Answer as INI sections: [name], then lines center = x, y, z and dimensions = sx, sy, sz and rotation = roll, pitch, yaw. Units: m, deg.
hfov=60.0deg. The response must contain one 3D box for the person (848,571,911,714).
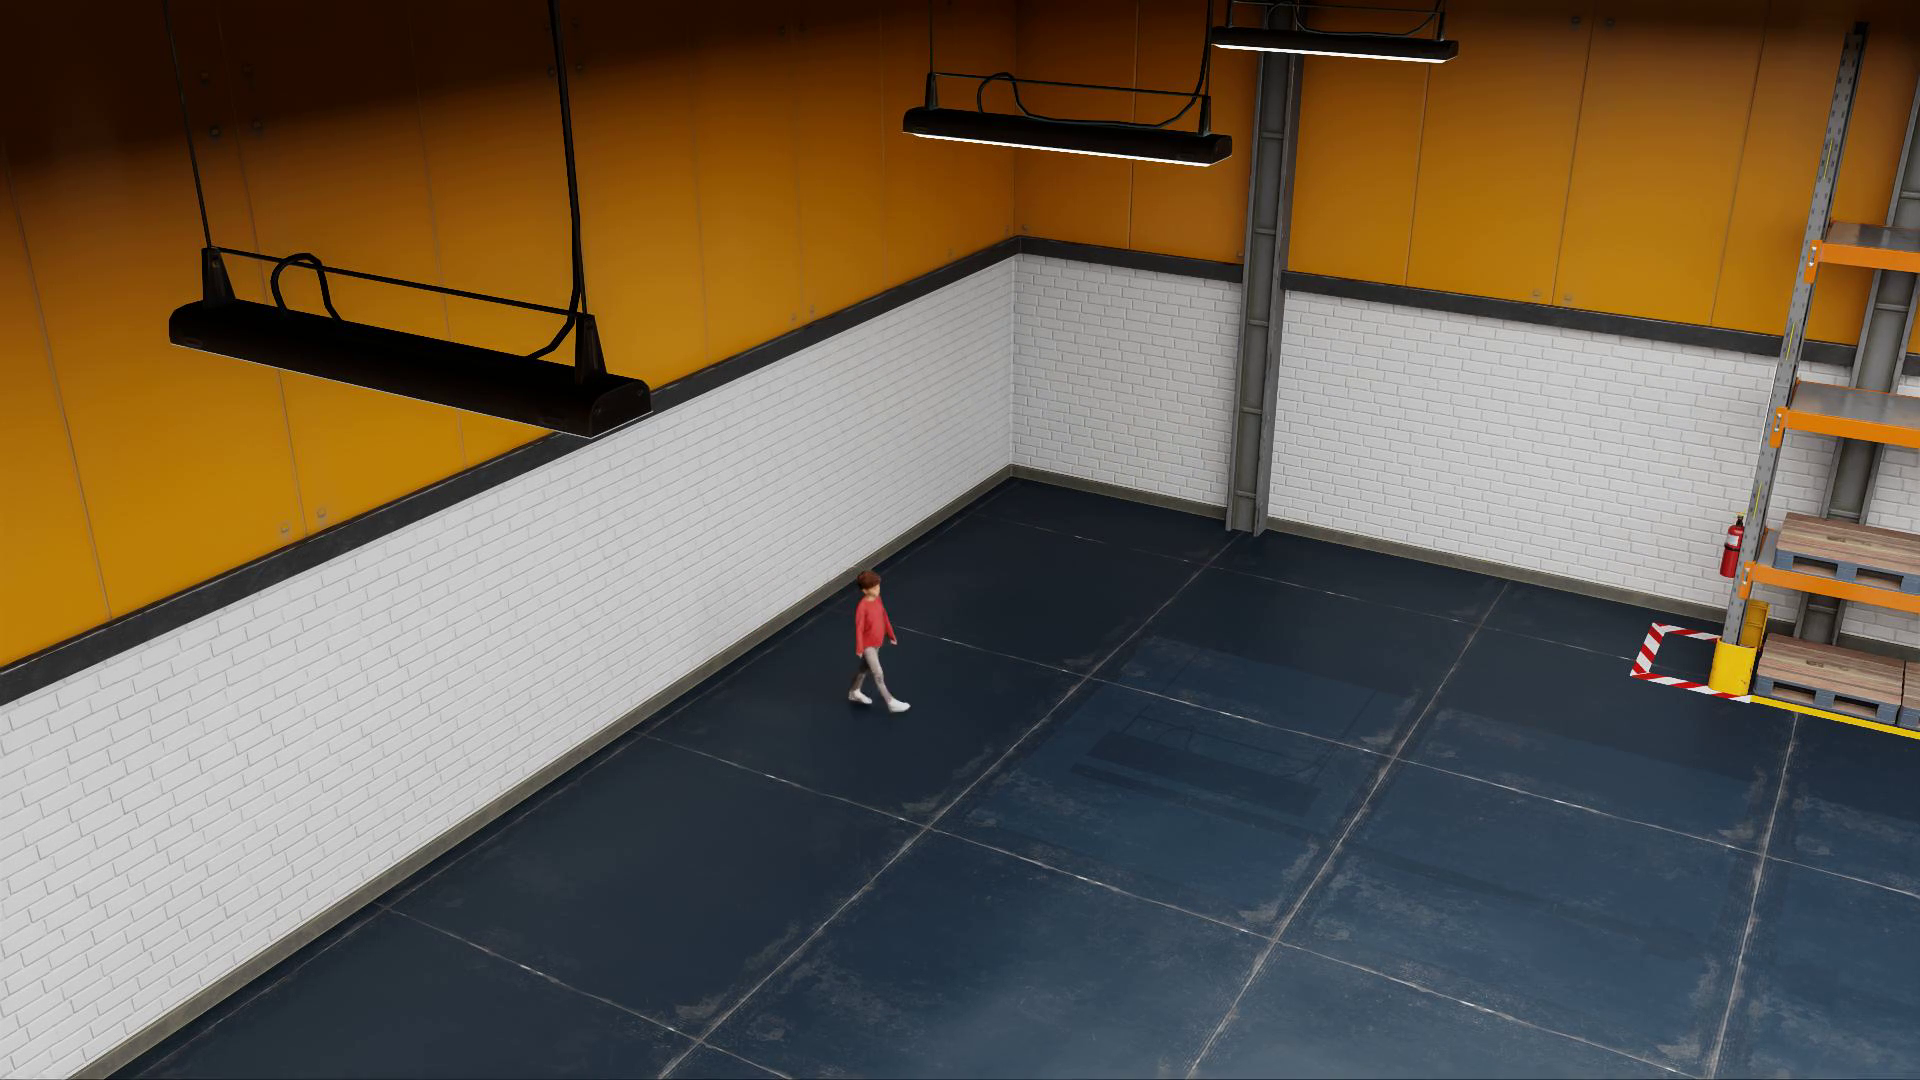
[person]
center = -0.878, 0.918, 15.224
dimensions = 0.921, 1.386, 0.596
rotation = 10, 25, 21
